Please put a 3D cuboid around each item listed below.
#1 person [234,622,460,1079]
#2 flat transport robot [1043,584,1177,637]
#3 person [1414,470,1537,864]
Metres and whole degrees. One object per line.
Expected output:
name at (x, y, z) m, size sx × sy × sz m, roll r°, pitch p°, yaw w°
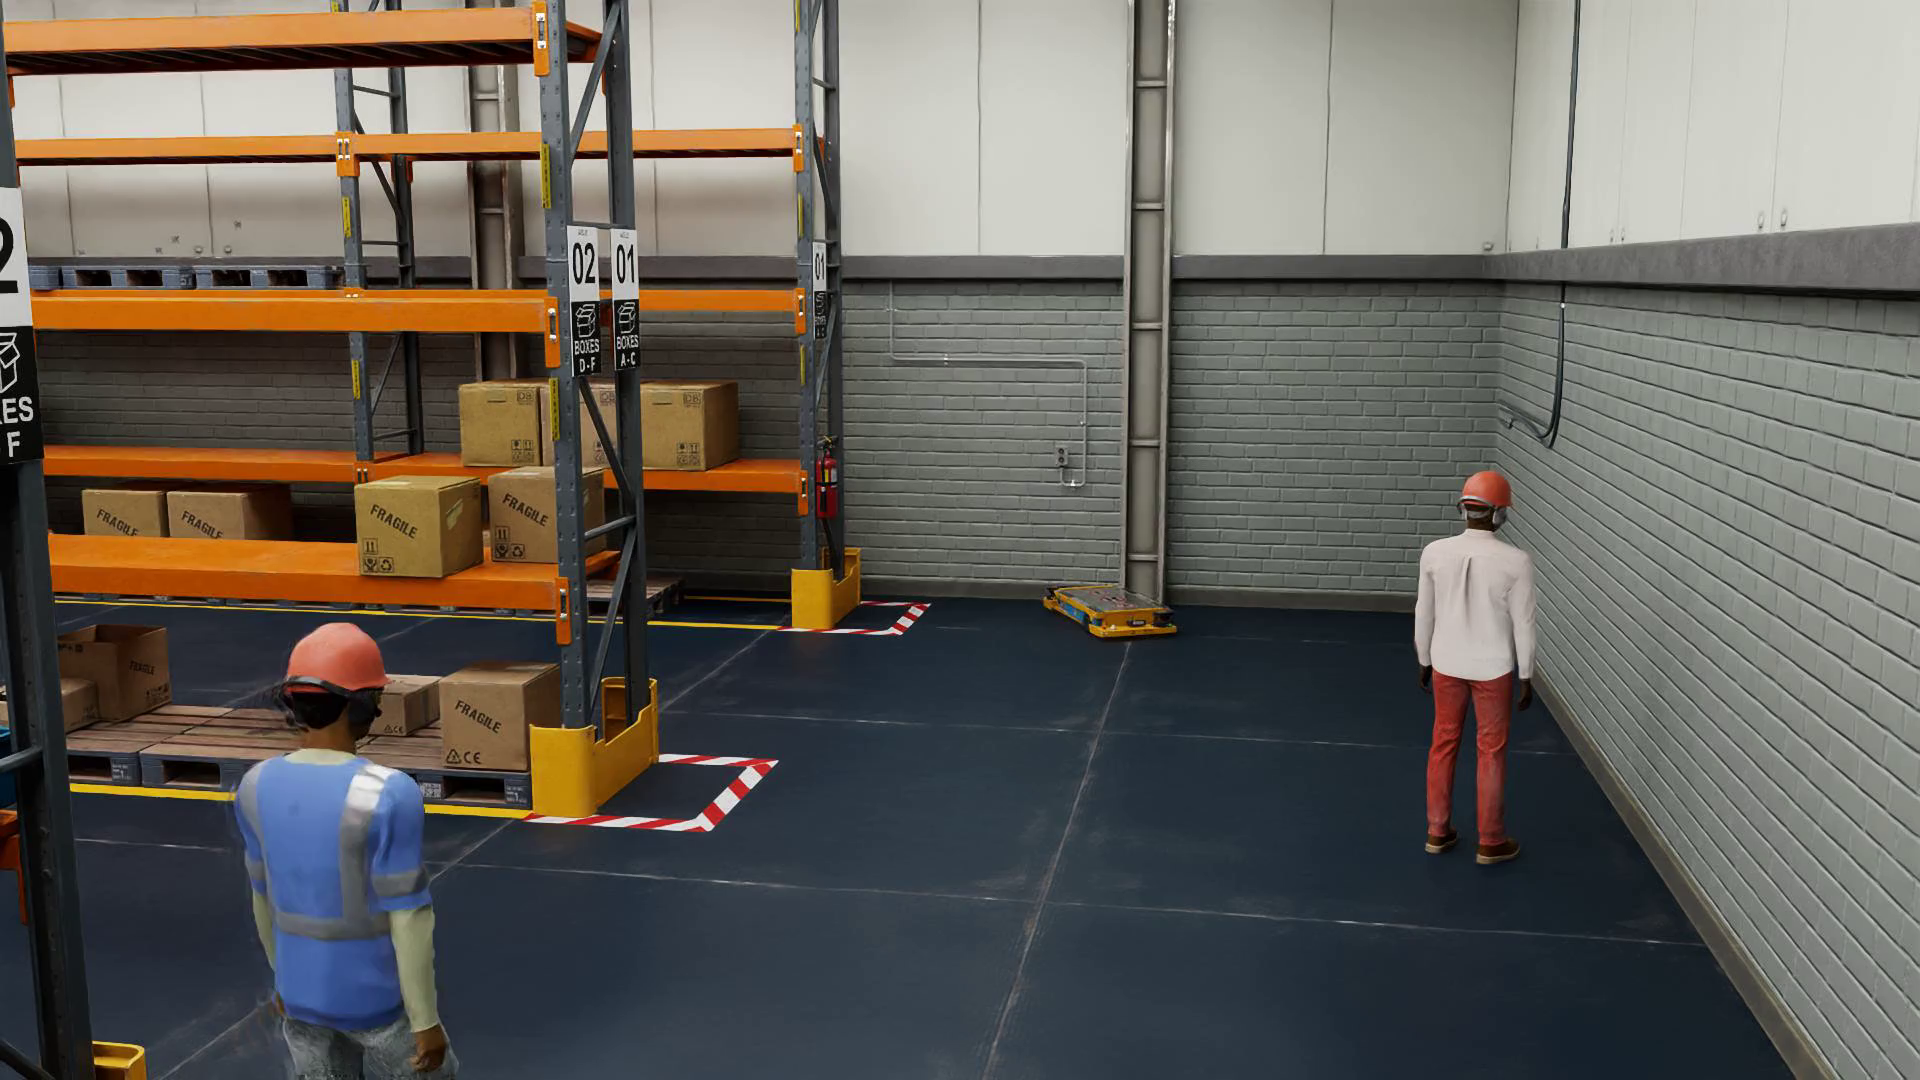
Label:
person at (-1.690, 1.234, 4.642) m, size 0.649 × 2.030 × 0.412 m, roll 4°, pitch 10°, yaw 21°
flat transport robot at (1.255, 0.582, 14.148) m, size 0.652 × 0.197 × 1.431 m, roll -3°, pitch 10°, yaw -17°
person at (2.629, 0.639, 8.470) m, size 0.623 × 1.989 × 0.401 m, roll 7°, pitch 12°, yaw 39°
